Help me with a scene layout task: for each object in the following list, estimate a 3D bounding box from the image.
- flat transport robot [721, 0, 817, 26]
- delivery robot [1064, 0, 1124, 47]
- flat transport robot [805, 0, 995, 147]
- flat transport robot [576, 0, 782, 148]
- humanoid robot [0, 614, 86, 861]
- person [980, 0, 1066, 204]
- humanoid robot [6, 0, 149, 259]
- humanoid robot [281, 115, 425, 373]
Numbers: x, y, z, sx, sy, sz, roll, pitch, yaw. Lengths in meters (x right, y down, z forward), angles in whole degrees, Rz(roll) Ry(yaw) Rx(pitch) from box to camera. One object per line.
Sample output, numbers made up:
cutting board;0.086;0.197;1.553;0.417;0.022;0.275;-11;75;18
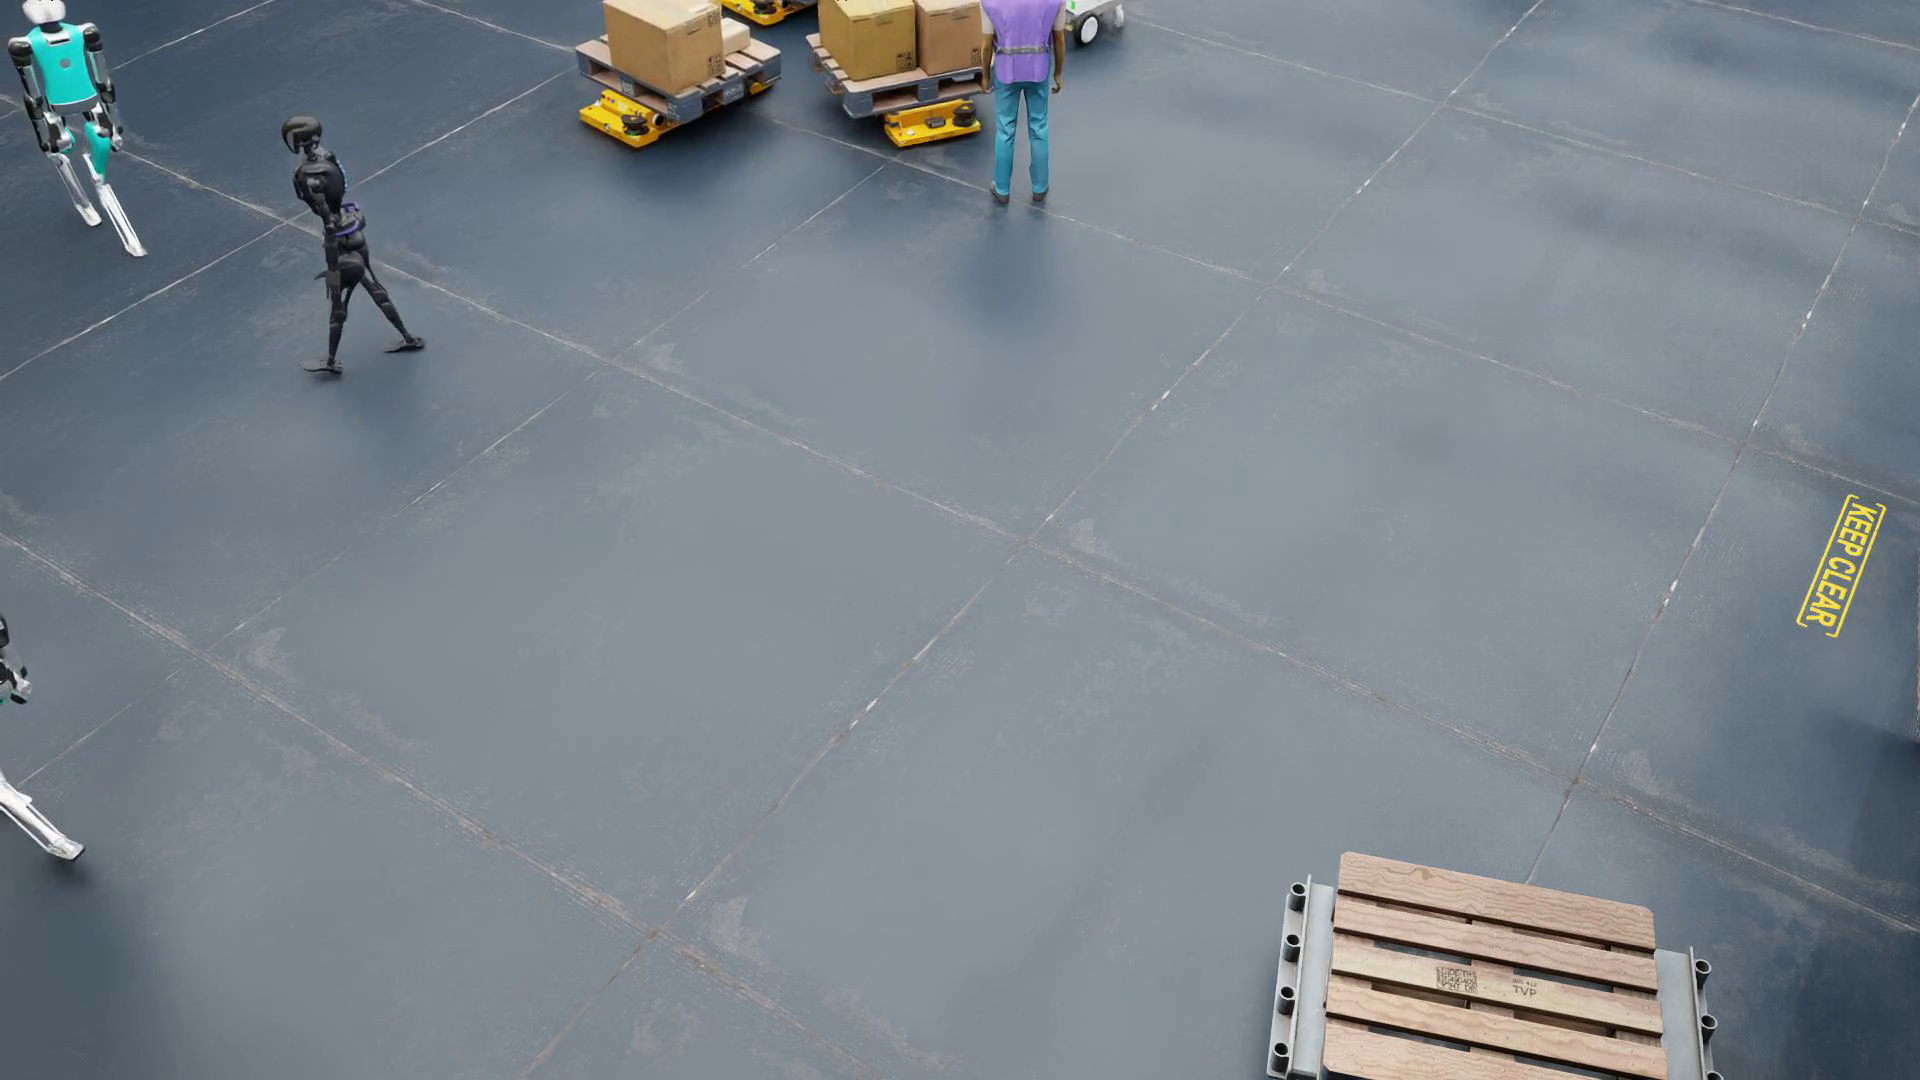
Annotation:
flat transport robot;-1.312;-4.743;14.087;1.431;0.231;0.659;-33;51;-31
delivery robot;1.006;-4.369;13.457;0.523;0.600;0.771;32;51;31
flat transport robot;-0.428;-3.420;12.606;0.659;0.231;1.431;-16;44;-17
flat transport robot;-2.114;-3.399;12.582;0.659;0.231;1.431;31;50;30
humanoid robot;-4.242;0.651;6.949;0.970;1.743;0.549;15;44;16
person;0.410;-3.088;11.054;0.565;1.842;0.390;-3;42;-3
humanoid robot;-5.733;-2.704;10.757;0.567;1.766;1.076;-29;49;-29
humanoid robot;-3.647;-1.723;9.669;0.718;1.627;0.599;-10;43;-11
